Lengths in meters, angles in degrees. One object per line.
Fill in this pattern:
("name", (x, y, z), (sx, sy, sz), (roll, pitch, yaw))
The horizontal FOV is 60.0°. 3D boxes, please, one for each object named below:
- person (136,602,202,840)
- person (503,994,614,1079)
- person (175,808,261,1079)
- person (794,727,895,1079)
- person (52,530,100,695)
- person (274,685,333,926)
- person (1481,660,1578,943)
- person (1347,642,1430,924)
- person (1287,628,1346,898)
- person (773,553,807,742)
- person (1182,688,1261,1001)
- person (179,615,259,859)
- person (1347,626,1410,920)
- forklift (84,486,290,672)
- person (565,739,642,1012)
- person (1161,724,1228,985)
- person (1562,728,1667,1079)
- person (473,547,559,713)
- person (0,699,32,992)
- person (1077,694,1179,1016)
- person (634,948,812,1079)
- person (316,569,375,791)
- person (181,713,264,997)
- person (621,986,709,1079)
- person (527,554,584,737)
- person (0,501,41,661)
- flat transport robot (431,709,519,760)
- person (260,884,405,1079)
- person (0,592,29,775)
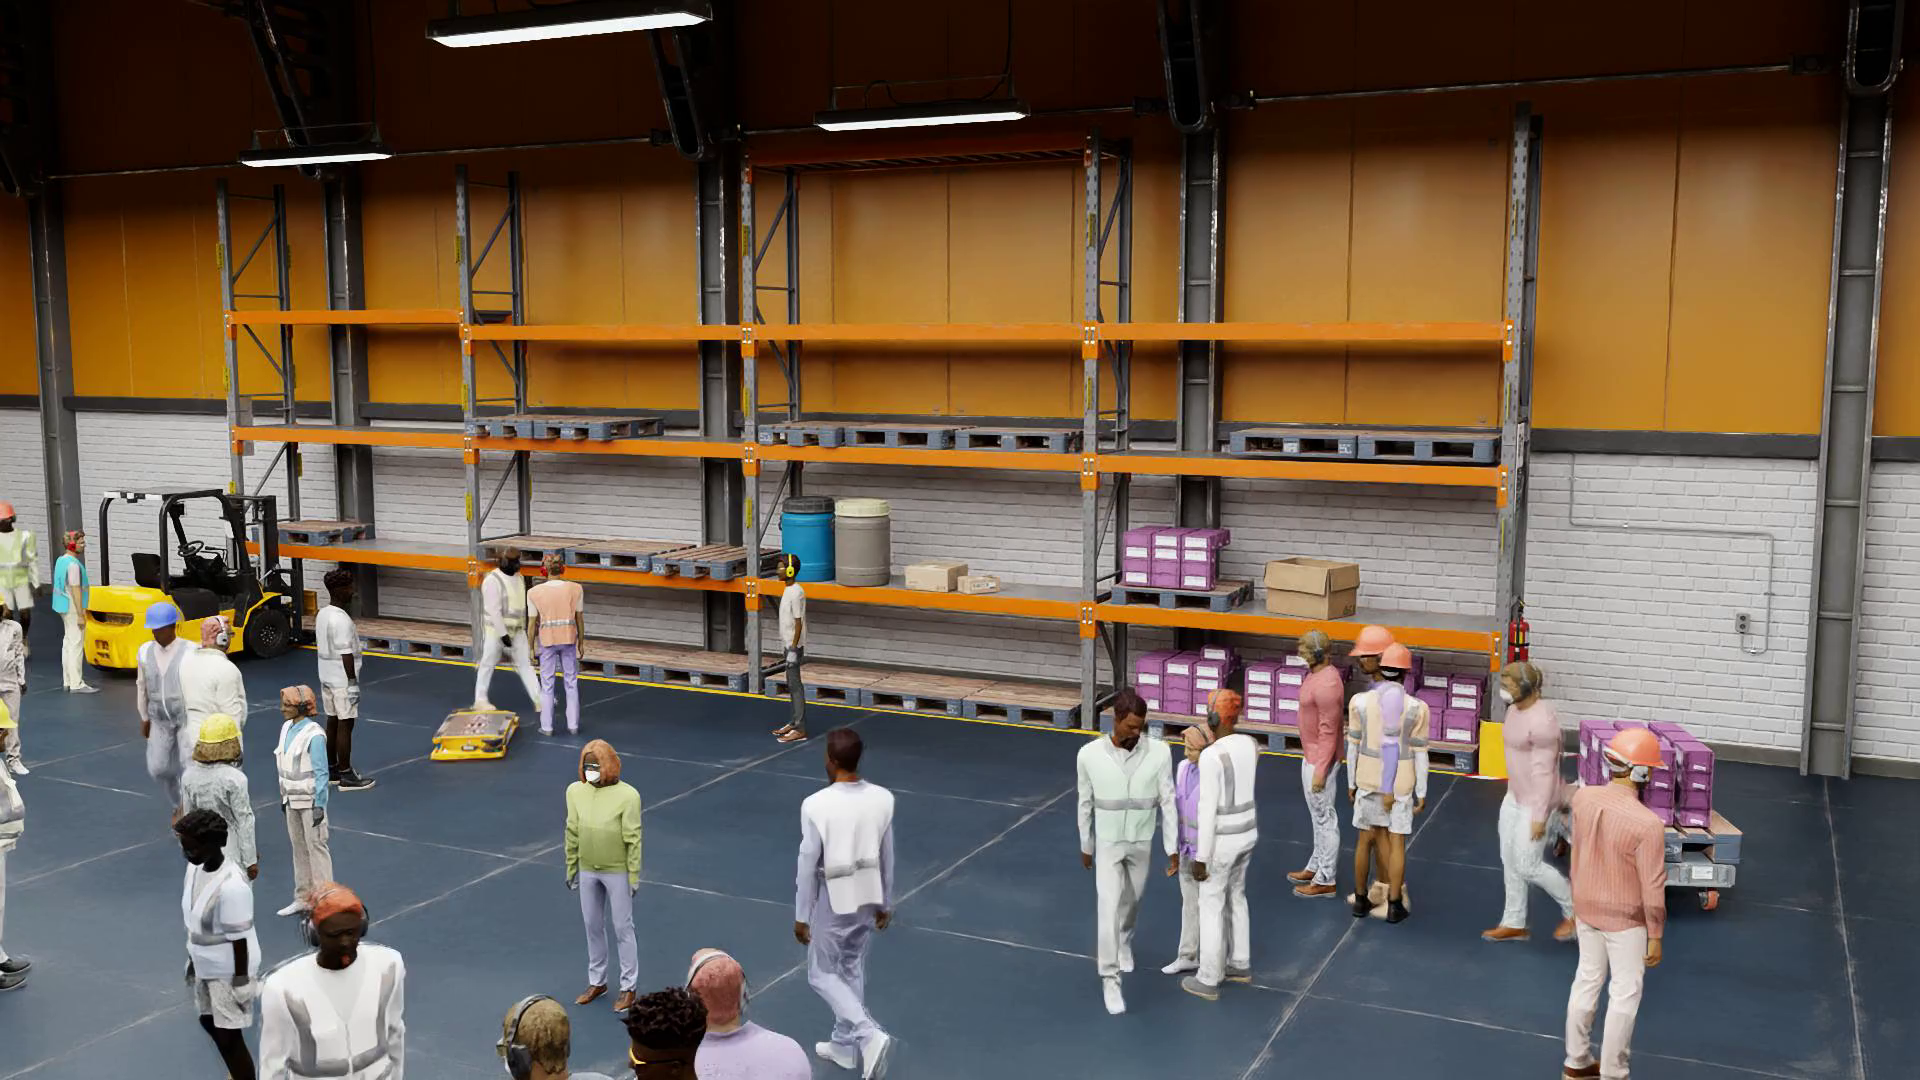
("person", (-6.252, 1.428, 13.224), (0.654, 1.924, 0.470), (1, 7, 5))
("person", (-1.300, 2.390, 5.289), (0.385, 1.927, 0.641), (3, 8, 25))
("person", (-3.670, 2.142, 8.317), (0.578, 1.677, 0.422), (6, 9, 43))
("person", (-0.570, 1.964, 8.924), (0.617, 1.897, 0.684), (-6, 9, -43))
("person", (-9.951, 0.811, 18.654), (0.382, 1.842, 0.579), (-6, 9, -40))
("person", (-4.480, 1.796, 11.362), (0.523, 1.639, 0.306), (6, 9, 41))
("person", (3.788, 1.723, 10.848), (0.604, 1.915, 0.654), (-1, 7, -5))
("person", (2.929, 1.655, 11.382), (0.548, 1.925, 0.390), (3, 8, 24))
("person", (2.563, 1.586, 11.893), (0.372, 1.935, 0.627), (1, 7, 7))
("person", (-1.687, 1.060, 16.501), (0.329, 1.872, 0.507), (-2, 7, -12))
("person", (1.603, 1.830, 10.110), (0.372, 1.882, 0.603), (6, 9, 40))
("person", (-5.623, 1.516, 12.638), (0.644, 1.899, 0.400), (6, 9, 39))
("person", (2.880, 1.595, 11.458), (0.459, 2.031, 0.630), (1, 7, 5))
("forklift", (-9.426, 0.454, 20.179), (1.214, 2.155, 2.313), (3, 8, 26))
("person", (-2.124, 1.981, 9.900), (0.501, 1.625, 0.294), (2, 7, 18))
("person", (1.491, 1.931, 10.253), (0.314, 1.639, 0.514), (-4, 8, -32))
("person", (3.438, 1.951, 8.686), (0.410, 1.980, 0.630), (-3, 7, -22))
("person", (-4.777, 0.967, 17.628), (1.001, 1.789, 0.628), (3, 8, 25))
("person", (-5.930, 1.855, 10.159), (0.403, 1.819, 0.602), (-4, 8, -27))
("person", (1.004, 1.830, 10.173), (0.591, 1.866, 0.952), (-1, 7, -9))
("person", (-0.857, 2.361, 5.847), (0.660, 1.849, 1.027), (-3, 8, -26))
("person", (-5.473, 1.227, 14.722), (0.367, 1.966, 0.606), (-6, 9, -41))
("person", (-4.439, 1.905, 10.039), (0.484, 1.744, 0.295), (2, 7, 19))
("person", (-0.872, 2.368, 5.306), (0.370, 1.963, 0.608), (-5, 9, -38))
("person", (-4.038, 1.060, 16.654), (0.560, 1.836, 0.394), (-3, 8, -25))
("person", (-11.550, 0.531, 20.239), (0.637, 2.019, 0.431), (-4, 8, -31))
("flat transport robot", (-4.726, 1.883, 16.252), (0.652, 0.197, 1.431), (-1, 7, -9))
("person", (-2.567, 2.256, 6.772), (0.590, 1.846, 0.942), (-5, 9, -36))
("person", (-8.711, 1.298, 15.056), (0.295, 1.744, 0.491), (6, 9, 40))
